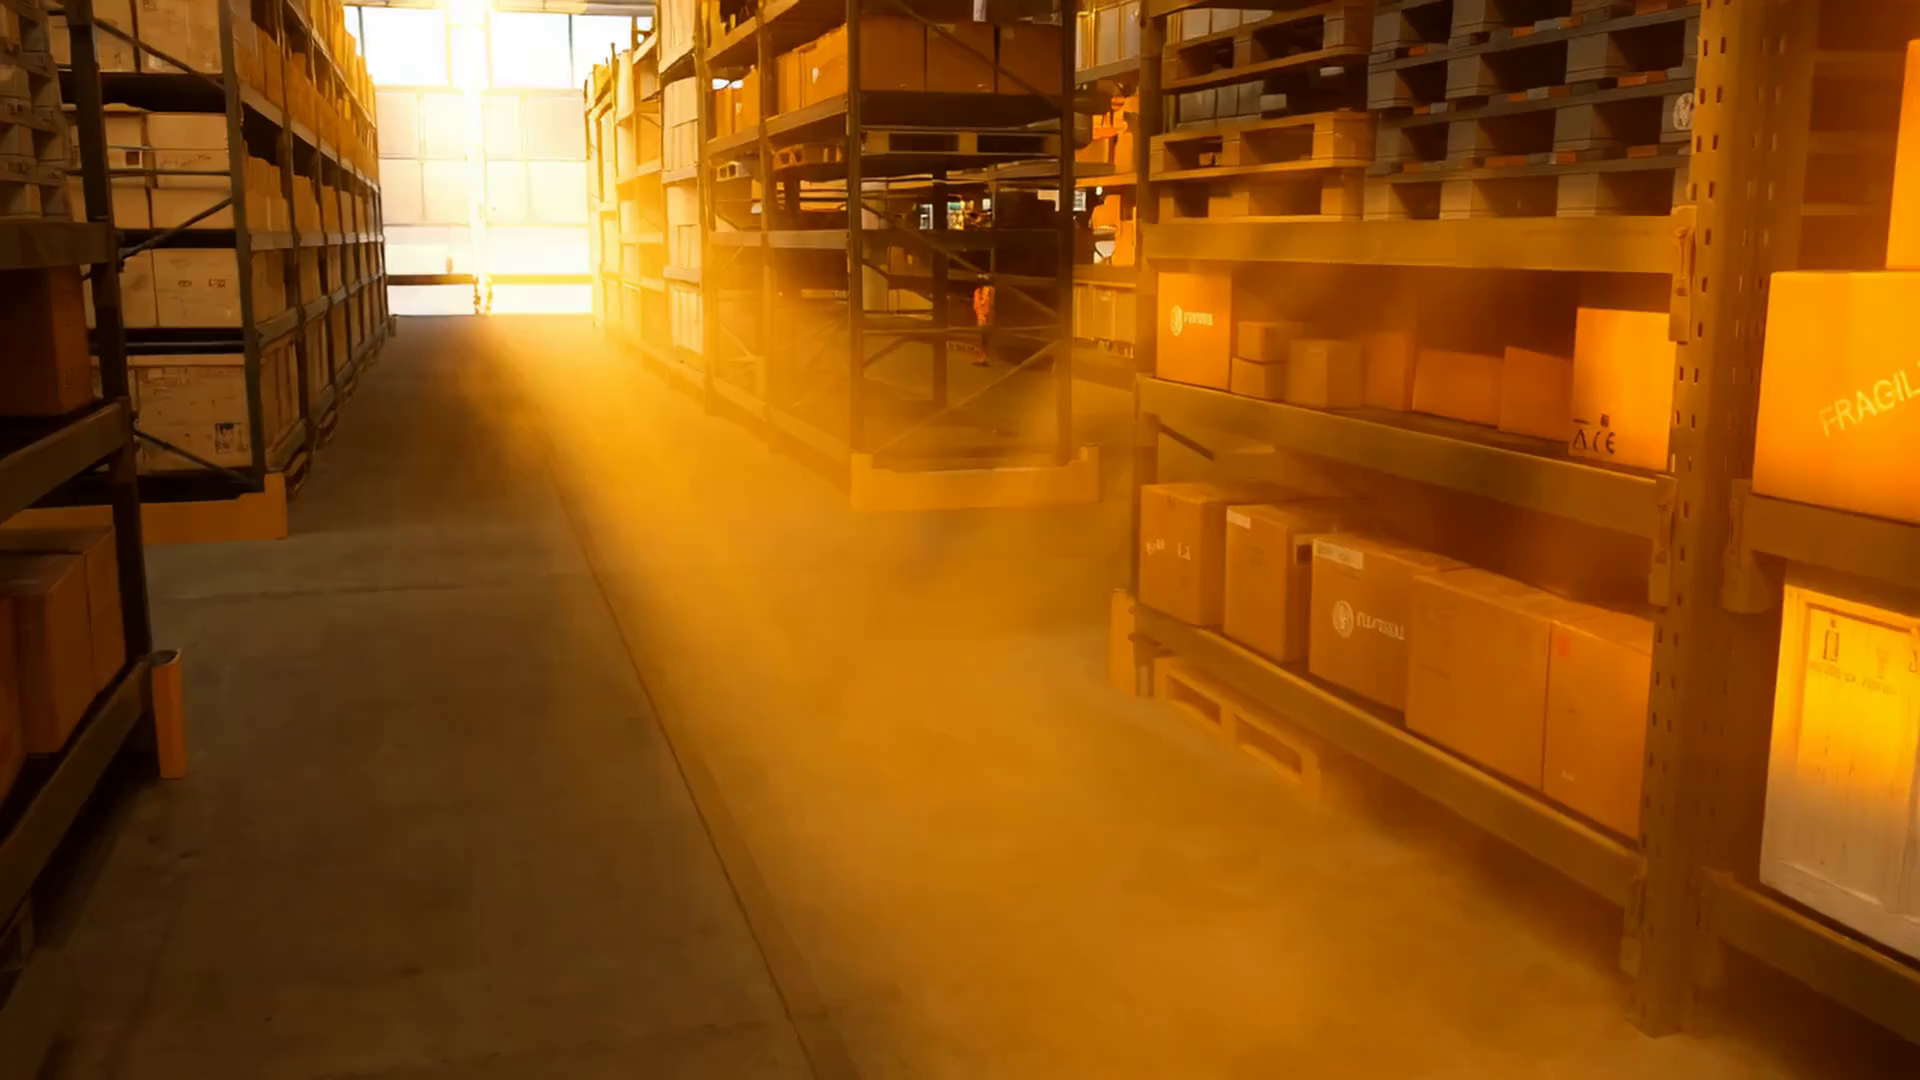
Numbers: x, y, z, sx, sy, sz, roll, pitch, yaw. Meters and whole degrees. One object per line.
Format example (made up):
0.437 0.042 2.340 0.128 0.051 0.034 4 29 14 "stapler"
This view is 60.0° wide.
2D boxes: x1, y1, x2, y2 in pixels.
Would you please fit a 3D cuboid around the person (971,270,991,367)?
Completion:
0.371 -4.008 30.099 0.325 1.767 0.533 -3 11 -17 "person"

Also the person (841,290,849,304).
-2.556 -5.454 37.561 0.378 1.932 0.551 -3 11 -17 "person"
